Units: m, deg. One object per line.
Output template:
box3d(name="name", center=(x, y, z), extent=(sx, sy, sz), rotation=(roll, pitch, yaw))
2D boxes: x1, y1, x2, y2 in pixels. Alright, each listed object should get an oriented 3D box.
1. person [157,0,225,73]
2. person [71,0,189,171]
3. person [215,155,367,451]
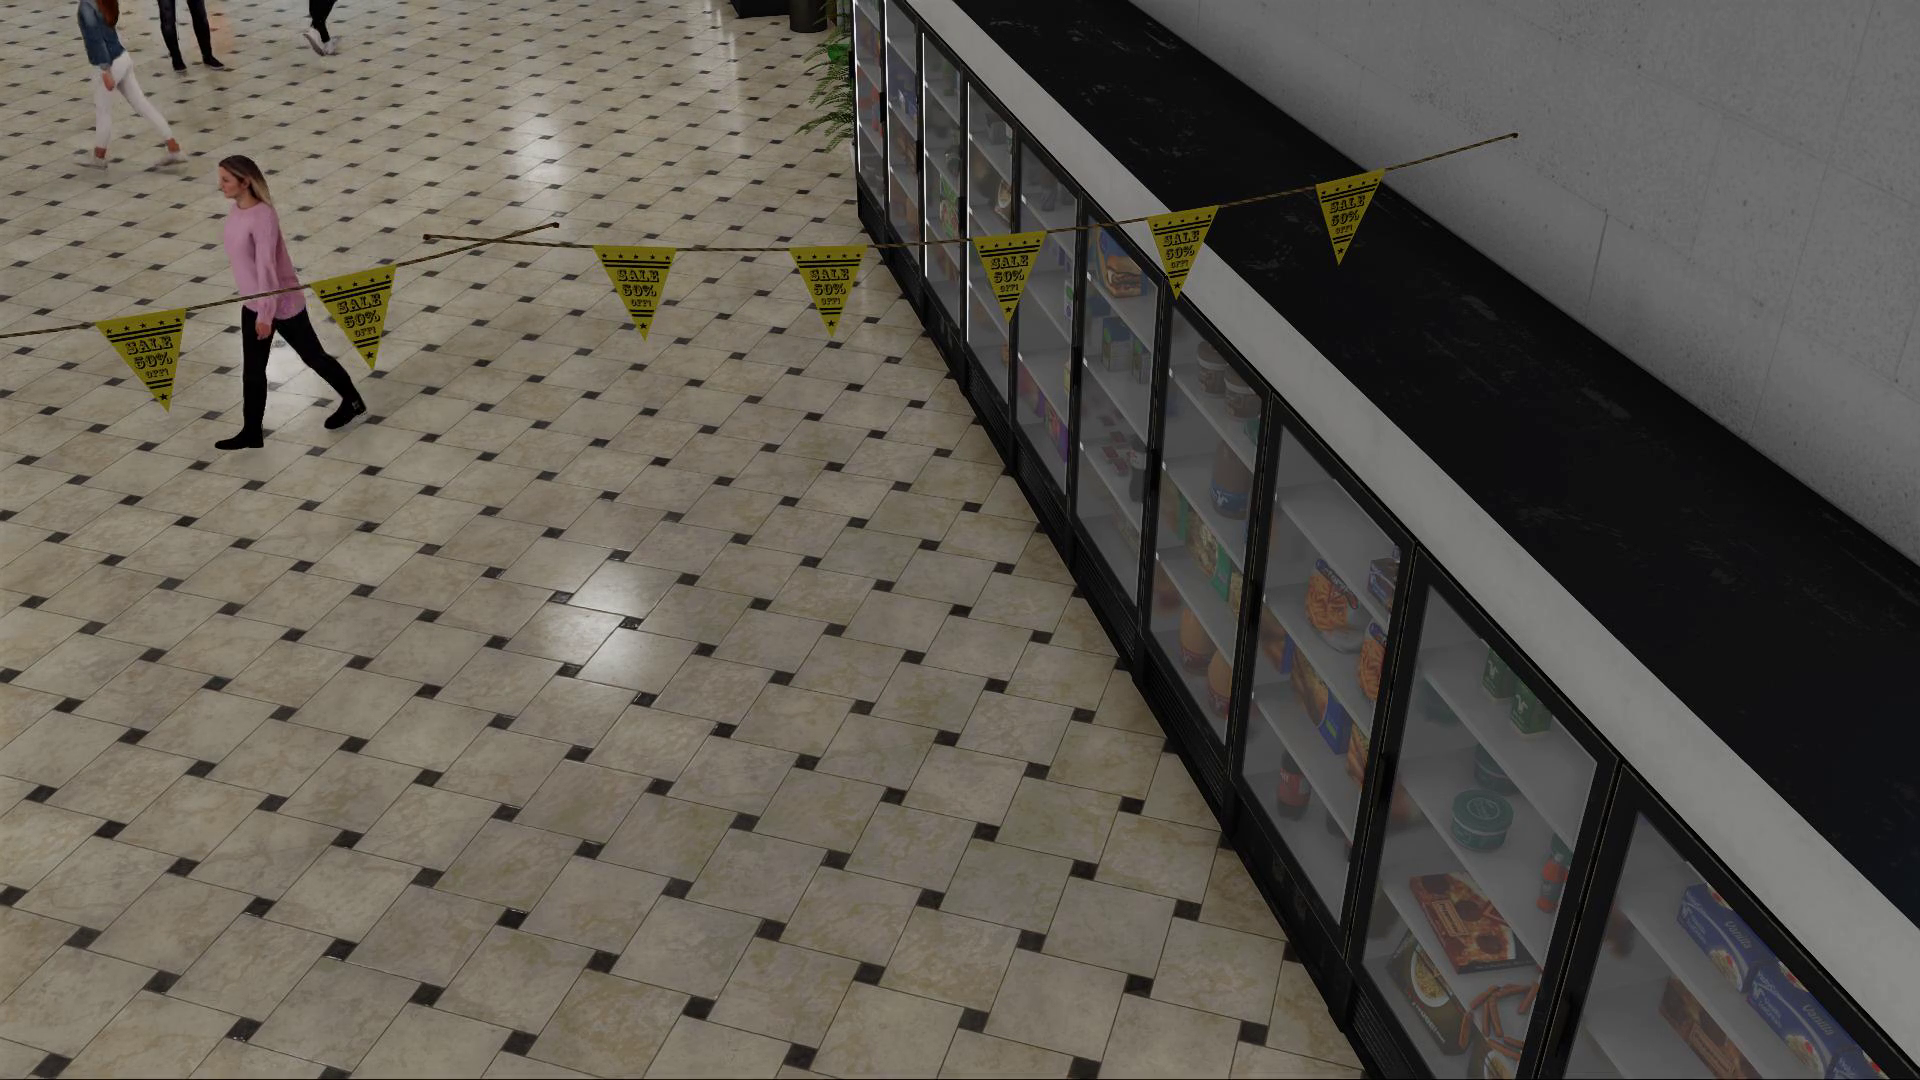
box3d(name="person", center=(-7.276, -5.270, 15.389), extent=(0.677, 1.827, 0.820), rotation=(-24, 39, -33))
box3d(name="person", center=(-6.516, -3.667, 12.976), extent=(1.187, 1.655, 0.835), rotation=(0, 32, 0))
box3d(name="person", center=(-3.696, -1.304, 9.188), extent=(0.985, 1.644, 1.172), rotation=(26, 40, 36))
